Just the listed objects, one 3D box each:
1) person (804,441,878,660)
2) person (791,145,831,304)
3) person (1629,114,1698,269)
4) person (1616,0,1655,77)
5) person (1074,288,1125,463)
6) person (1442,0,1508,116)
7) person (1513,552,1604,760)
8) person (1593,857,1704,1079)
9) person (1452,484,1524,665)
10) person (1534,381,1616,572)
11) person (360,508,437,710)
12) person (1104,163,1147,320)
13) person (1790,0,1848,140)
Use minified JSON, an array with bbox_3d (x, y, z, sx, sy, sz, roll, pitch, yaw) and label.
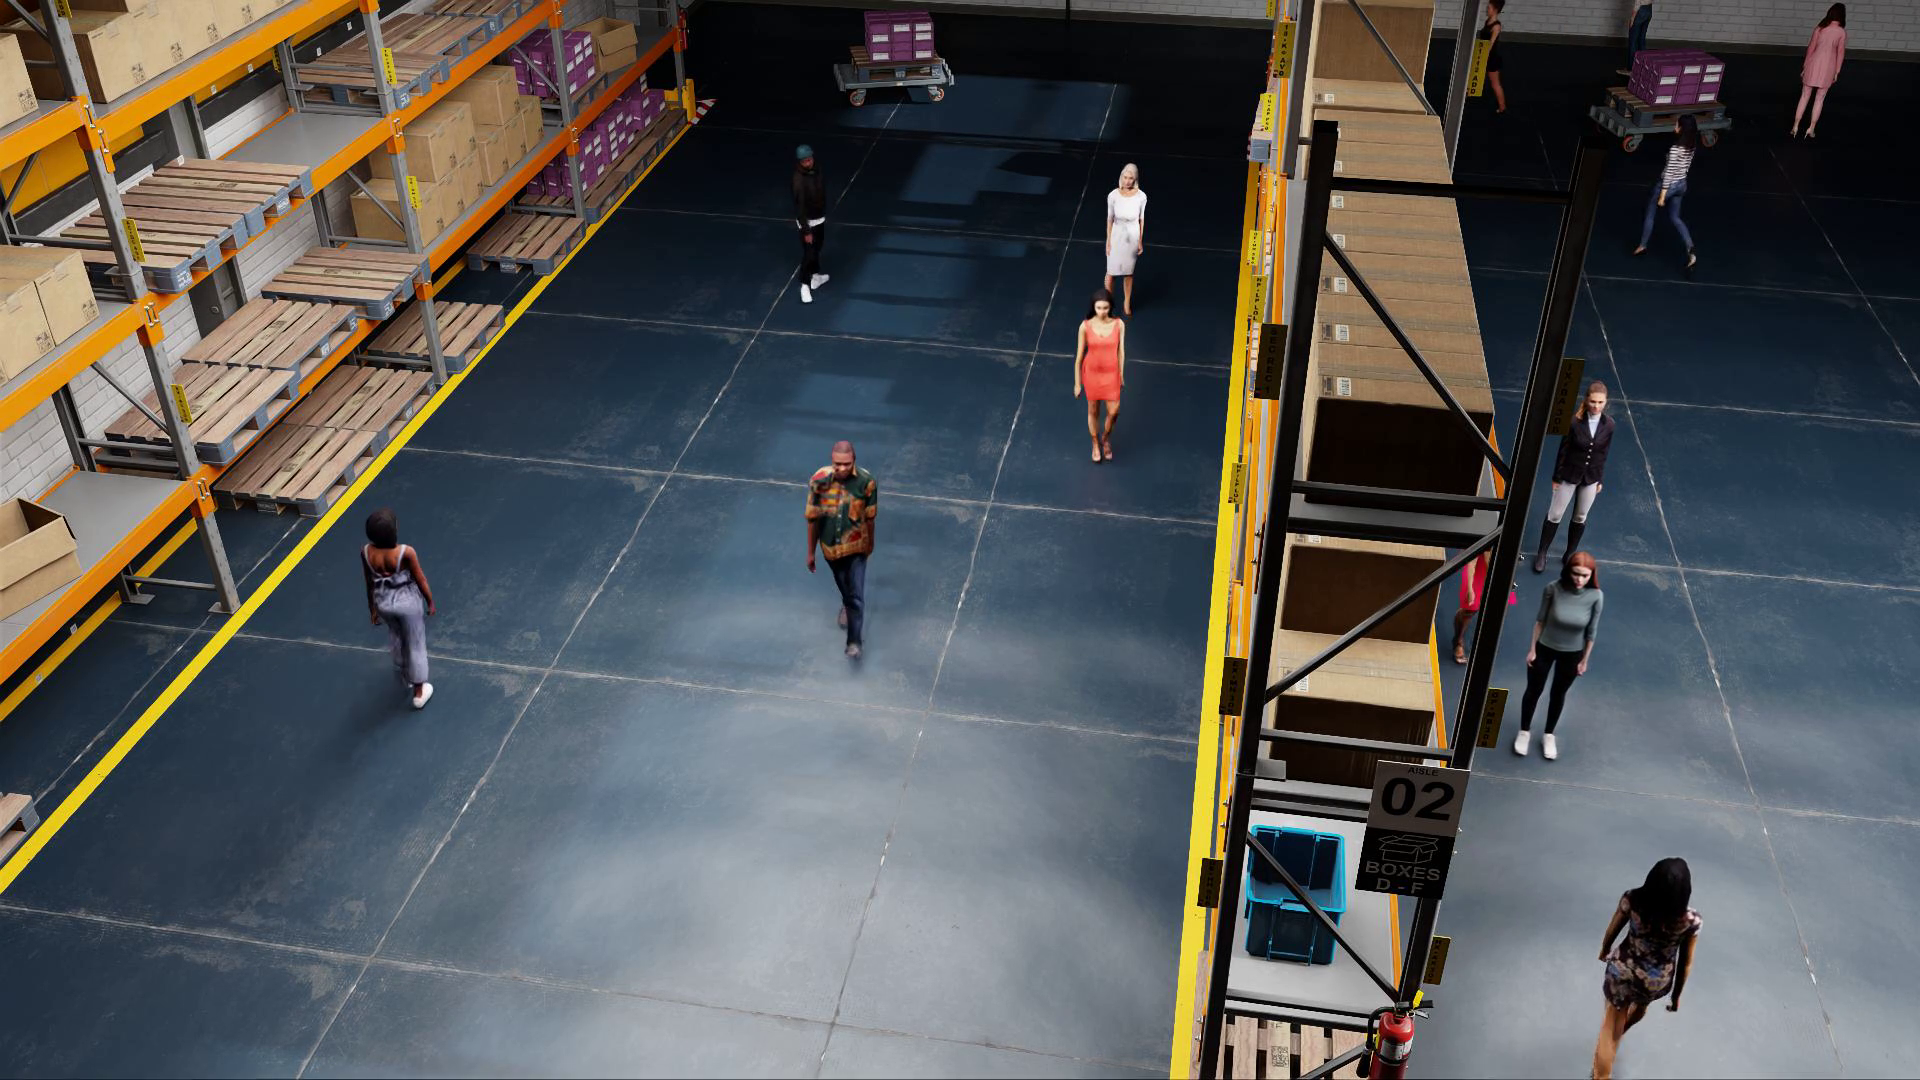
[{"bbox_3d":[-0.901,-0.030,12.966,0.745,1.756,1.157,4,34,5],"label":"person"},{"bbox_3d":[-1.634,-3.528,18.199,0.976,1.789,0.622,7,34,11],"label":"person"},{"bbox_3d":[8.087,-3.883,18.753,1.064,1.767,1.134,-21,39,-28],"label":"person"},{"bbox_3d":[10.109,-7.768,24.633,0.635,1.728,0.694,-21,39,-28],"label":"person"},{"bbox_3d":[1.285,-1.543,15.284,0.679,1.711,0.649,-2,34,-2],"label":"person"},{"bbox_3d":[7.375,-6.625,23.006,0.877,1.626,1.121,-4,34,-6],"label":"person"},{"bbox_3d":[4.209,0.799,11.733,0.602,1.742,0.589,12,36,18],"label":"person"},{"bbox_3d":[3.741,2.498,9.236,0.868,1.675,1.262,16,37,22],"label":"person"},{"bbox_3d":[3.955,0.221,12.634,0.748,1.707,0.778,-7,34,-11],"label":"person"},{"bbox_3d":[5.087,-0.501,13.699,0.573,1.729,0.556,3,34,5],"label":"person"},{"bbox_3d":[-4.124,0.545,12.172,0.643,1.677,0.754,1,34,2],"label":"person"},{"bbox_3d":[1.739,-3.191,17.728,0.622,1.749,0.595,-3,34,-5],"label":"person"},{"bbox_3d":[11.561,-6.305,22.365,0.685,1.802,0.649,19,38,26],"label":"person"}]
